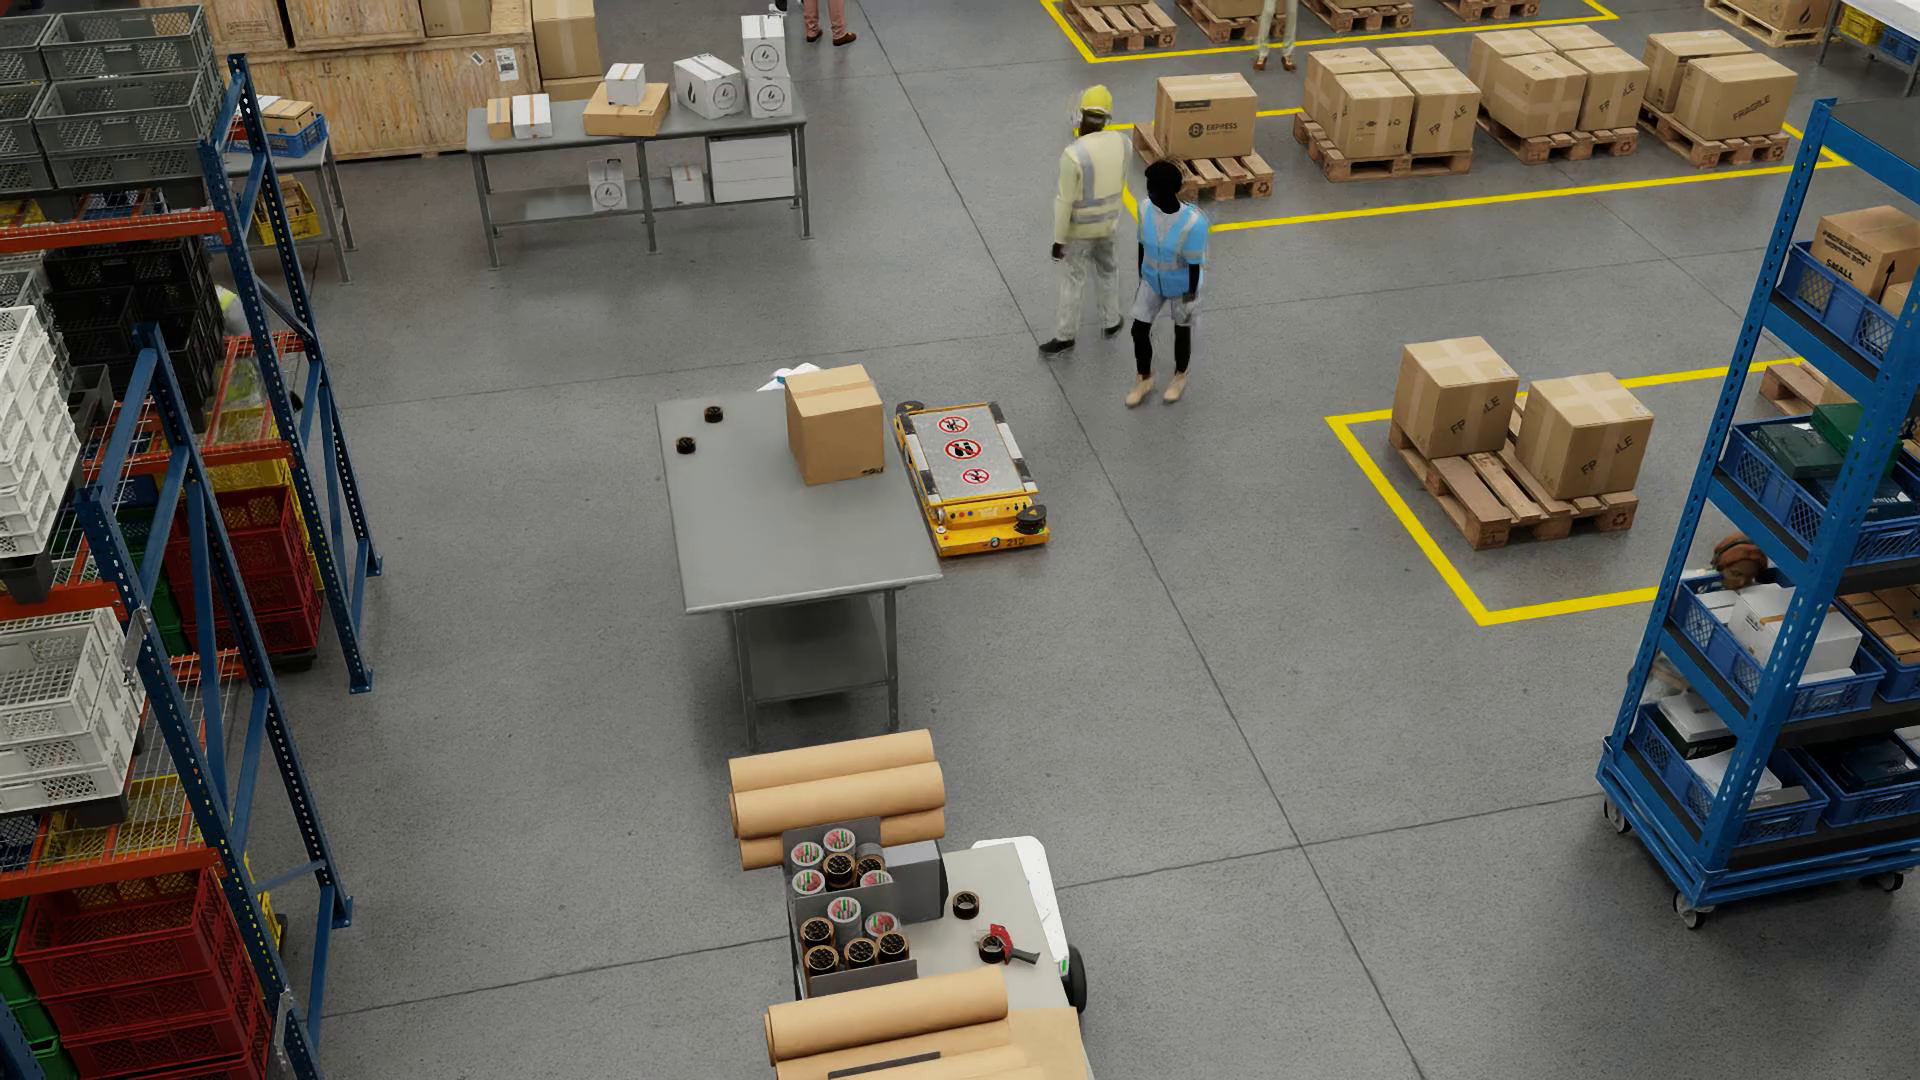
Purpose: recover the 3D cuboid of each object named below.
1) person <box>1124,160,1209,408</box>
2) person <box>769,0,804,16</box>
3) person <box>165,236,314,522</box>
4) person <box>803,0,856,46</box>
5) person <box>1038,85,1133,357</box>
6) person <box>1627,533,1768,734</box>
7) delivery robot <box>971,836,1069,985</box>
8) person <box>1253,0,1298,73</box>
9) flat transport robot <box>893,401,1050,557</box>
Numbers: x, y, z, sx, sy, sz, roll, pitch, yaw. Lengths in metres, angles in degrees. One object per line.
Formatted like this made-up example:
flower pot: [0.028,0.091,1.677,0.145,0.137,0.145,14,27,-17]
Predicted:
person: [1.284,-1.575,10.470,0.560,1.664,0.578,22,42,27]
person: [-1.727,-6.197,16.502,0.584,1.910,0.387,-17,40,-22]
person: [-4.135,-0.856,9.400,0.799,1.828,0.472,17,40,22]
person: [-1.297,-5.693,15.825,0.644,1.903,0.400,16,39,20]
person: [0.831,-2.106,11.105,0.738,1.794,0.411,-25,43,-30]
person: [3.330,0.623,7.564,0.538,1.629,0.317,9,38,12]
delivery robot: [0.241,1.590,7.082,0.477,0.478,0.707,-5,37,-6]
person: [2.986,-5.230,15.233,0.527,1.867,0.323,4,37,5]
flat transport robot: [0.046,-0.430,10.108,0.652,0.197,1.431,-8,37,-10]
